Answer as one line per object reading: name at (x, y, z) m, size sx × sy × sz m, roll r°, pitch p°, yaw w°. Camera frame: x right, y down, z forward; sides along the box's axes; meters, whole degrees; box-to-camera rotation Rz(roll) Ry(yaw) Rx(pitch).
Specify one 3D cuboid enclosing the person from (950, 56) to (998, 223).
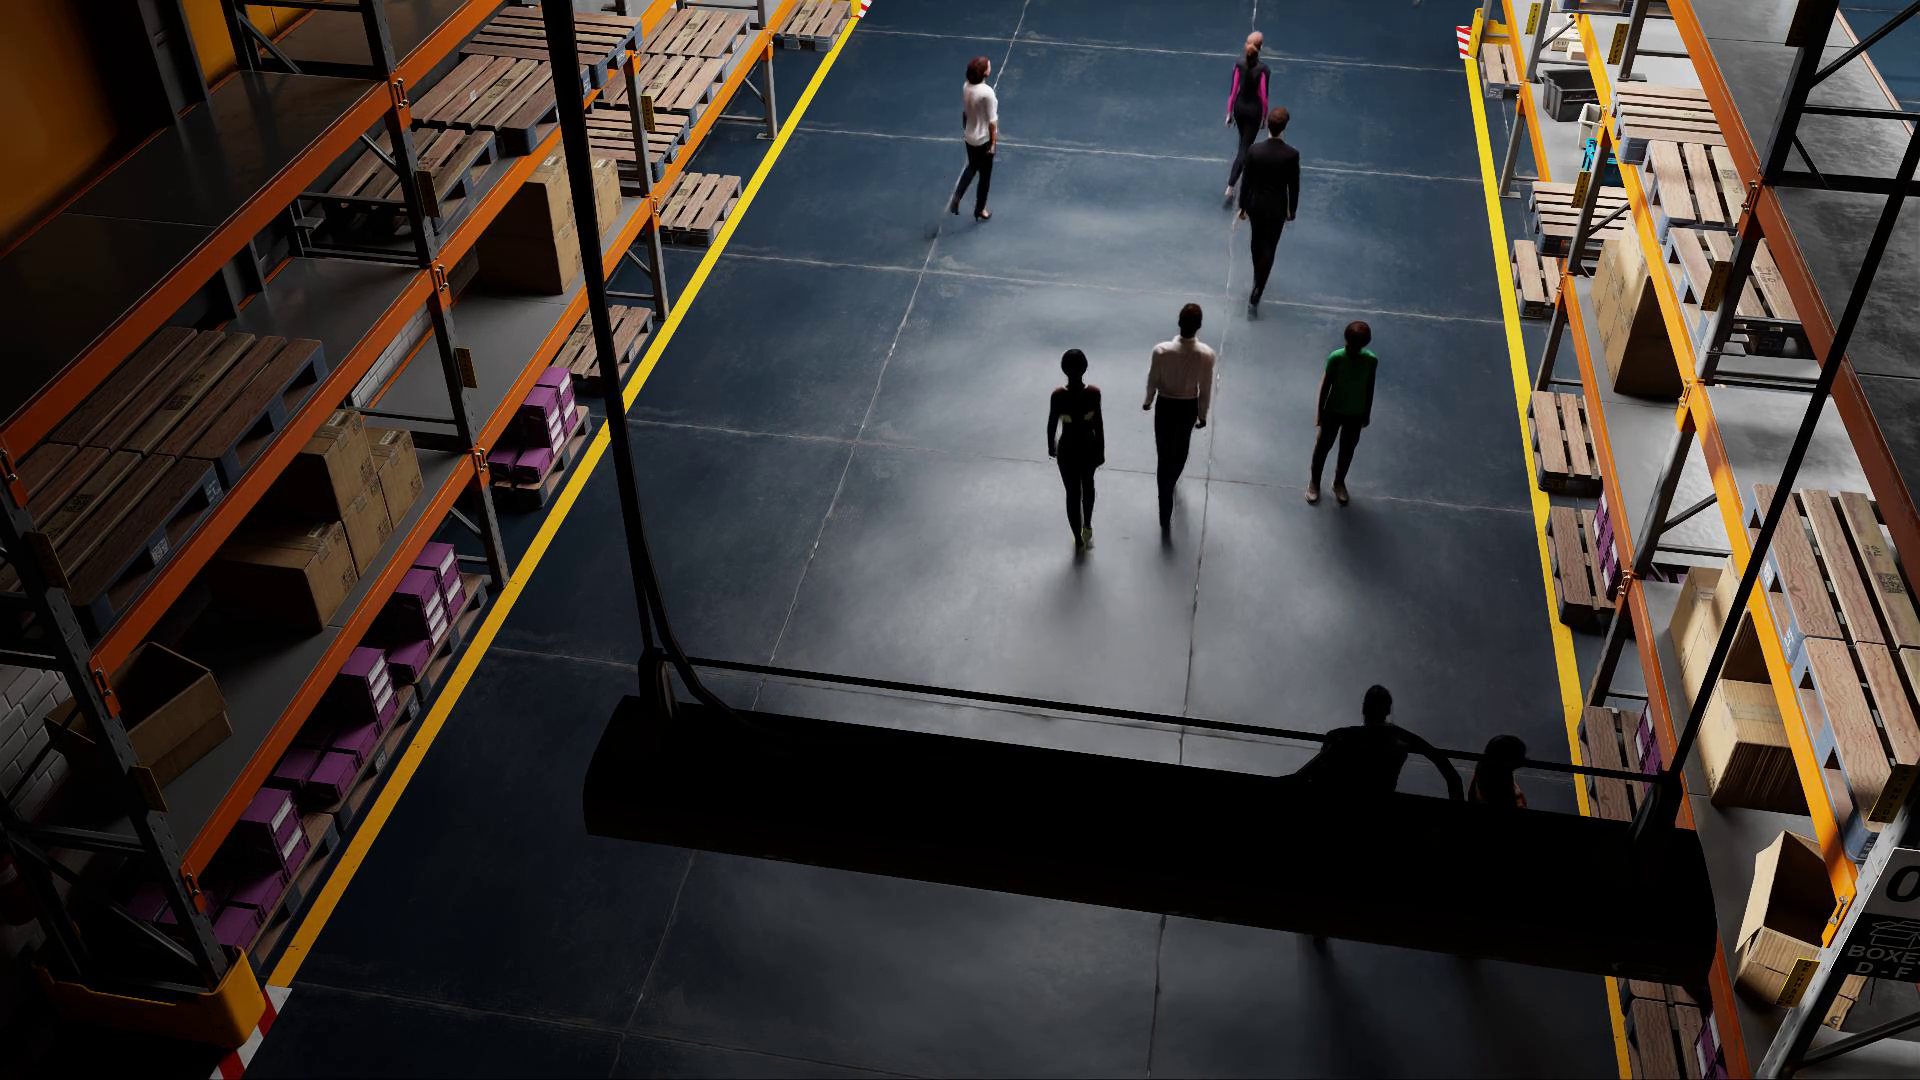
person at (0.122, -3.990, 16.768) m, size 0.904 × 1.784 × 0.823 m, roll -31°, pitch 48°, yaw -33°

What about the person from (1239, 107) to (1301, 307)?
person at (2.868, -3.089, 15.578) m, size 0.803 × 1.861 × 1.232 m, roll 11°, pitch 40°, yaw 14°

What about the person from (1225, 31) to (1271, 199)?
person at (2.970, -4.394, 17.334) m, size 0.828 × 1.709 × 1.215 m, roll 19°, pitch 42°, yaw 22°

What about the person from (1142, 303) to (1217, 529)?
person at (1.678, -0.945, 12.908) m, size 0.822 × 1.842 × 1.245 m, roll -1°, pitch 39°, yaw -1°

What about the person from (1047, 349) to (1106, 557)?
person at (0.885, -0.591, 12.555) m, size 0.658 × 1.730 × 0.709 m, roll 0°, pitch 39°, yaw 0°

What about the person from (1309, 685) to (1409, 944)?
person at (2.251, 1.670, 9.696) m, size 0.724 × 1.765 × 0.914 m, roll 4°, pitch 39°, yaw 5°

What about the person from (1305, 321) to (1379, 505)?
person at (3.038, -1.035, 13.174) m, size 0.609 × 1.651 × 0.559 m, roll 1°, pitch 39°, yaw 2°

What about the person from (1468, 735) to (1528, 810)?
person at (3.049, 1.746, 9.697) m, size 0.779 × 1.645 × 0.615 m, roll -8°, pitch 39°, yaw -10°
